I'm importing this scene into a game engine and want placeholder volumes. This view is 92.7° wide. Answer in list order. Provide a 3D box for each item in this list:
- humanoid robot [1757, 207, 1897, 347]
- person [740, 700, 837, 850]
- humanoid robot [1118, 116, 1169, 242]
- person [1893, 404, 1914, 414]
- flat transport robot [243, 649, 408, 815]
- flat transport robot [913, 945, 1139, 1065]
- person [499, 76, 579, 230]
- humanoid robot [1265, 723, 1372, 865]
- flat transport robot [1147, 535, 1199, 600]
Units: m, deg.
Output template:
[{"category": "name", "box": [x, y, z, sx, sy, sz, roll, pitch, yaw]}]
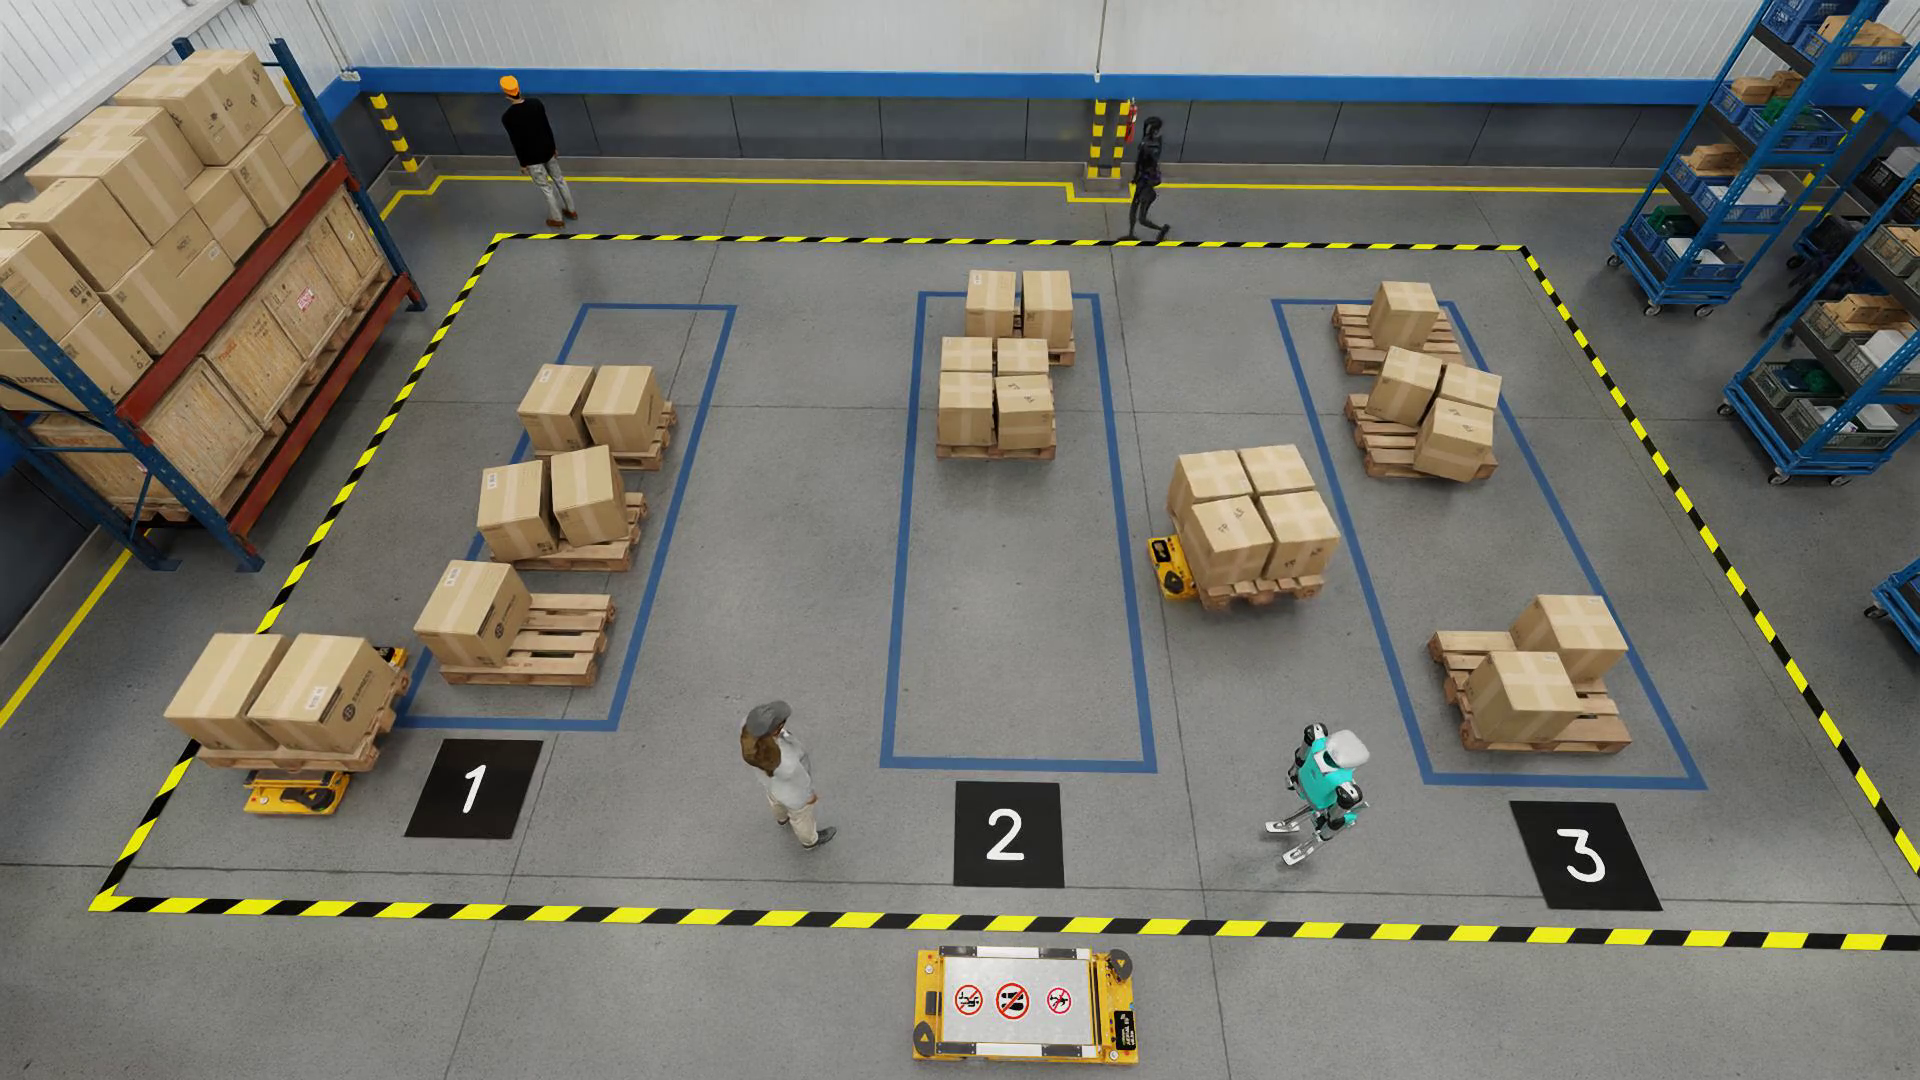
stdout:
[{"category": "humanoid robot", "box": [9.400, -2.825, 9.870, 0.599, 1.657, 0.315, 26, 55, 19]}, {"category": "person", "box": [-1.193, 1.612, 6.203, 0.563, 1.769, 0.396, 36, 59, 26]}, {"category": "humanoid robot", "box": [2.331, -4.360, 11.134, 0.581, 1.634, 0.593, -8, 51, -6]}, {"category": "person", "box": [10.215, -2.085, 9.109, 0.634, 1.937, 0.355, -7, 51, -6]}, {"category": "flat transport robot", "box": [-5.031, 1.457, 7.280, 0.652, 0.197, 1.431, 1, 51, 1]}, {"category": "flat transport robot", "box": [0.422, 3.041, 6.007, 1.431, 0.231, 0.659, 1, 51, 1]}, {"category": "person", "box": [-5.227, -4.762, 11.330, 0.394, 1.877, 0.586, 26, 56, 20]}, {"category": "humanoid robot", "box": [2.506, 1.681, 6.079, 0.735, 1.681, 0.533, -11, 52, -9]}, {"category": "flat transport robot", "box": [2.492, 0.156, 8.341, 1.431, 0.197, 0.652, -6, 51, -5]}]
